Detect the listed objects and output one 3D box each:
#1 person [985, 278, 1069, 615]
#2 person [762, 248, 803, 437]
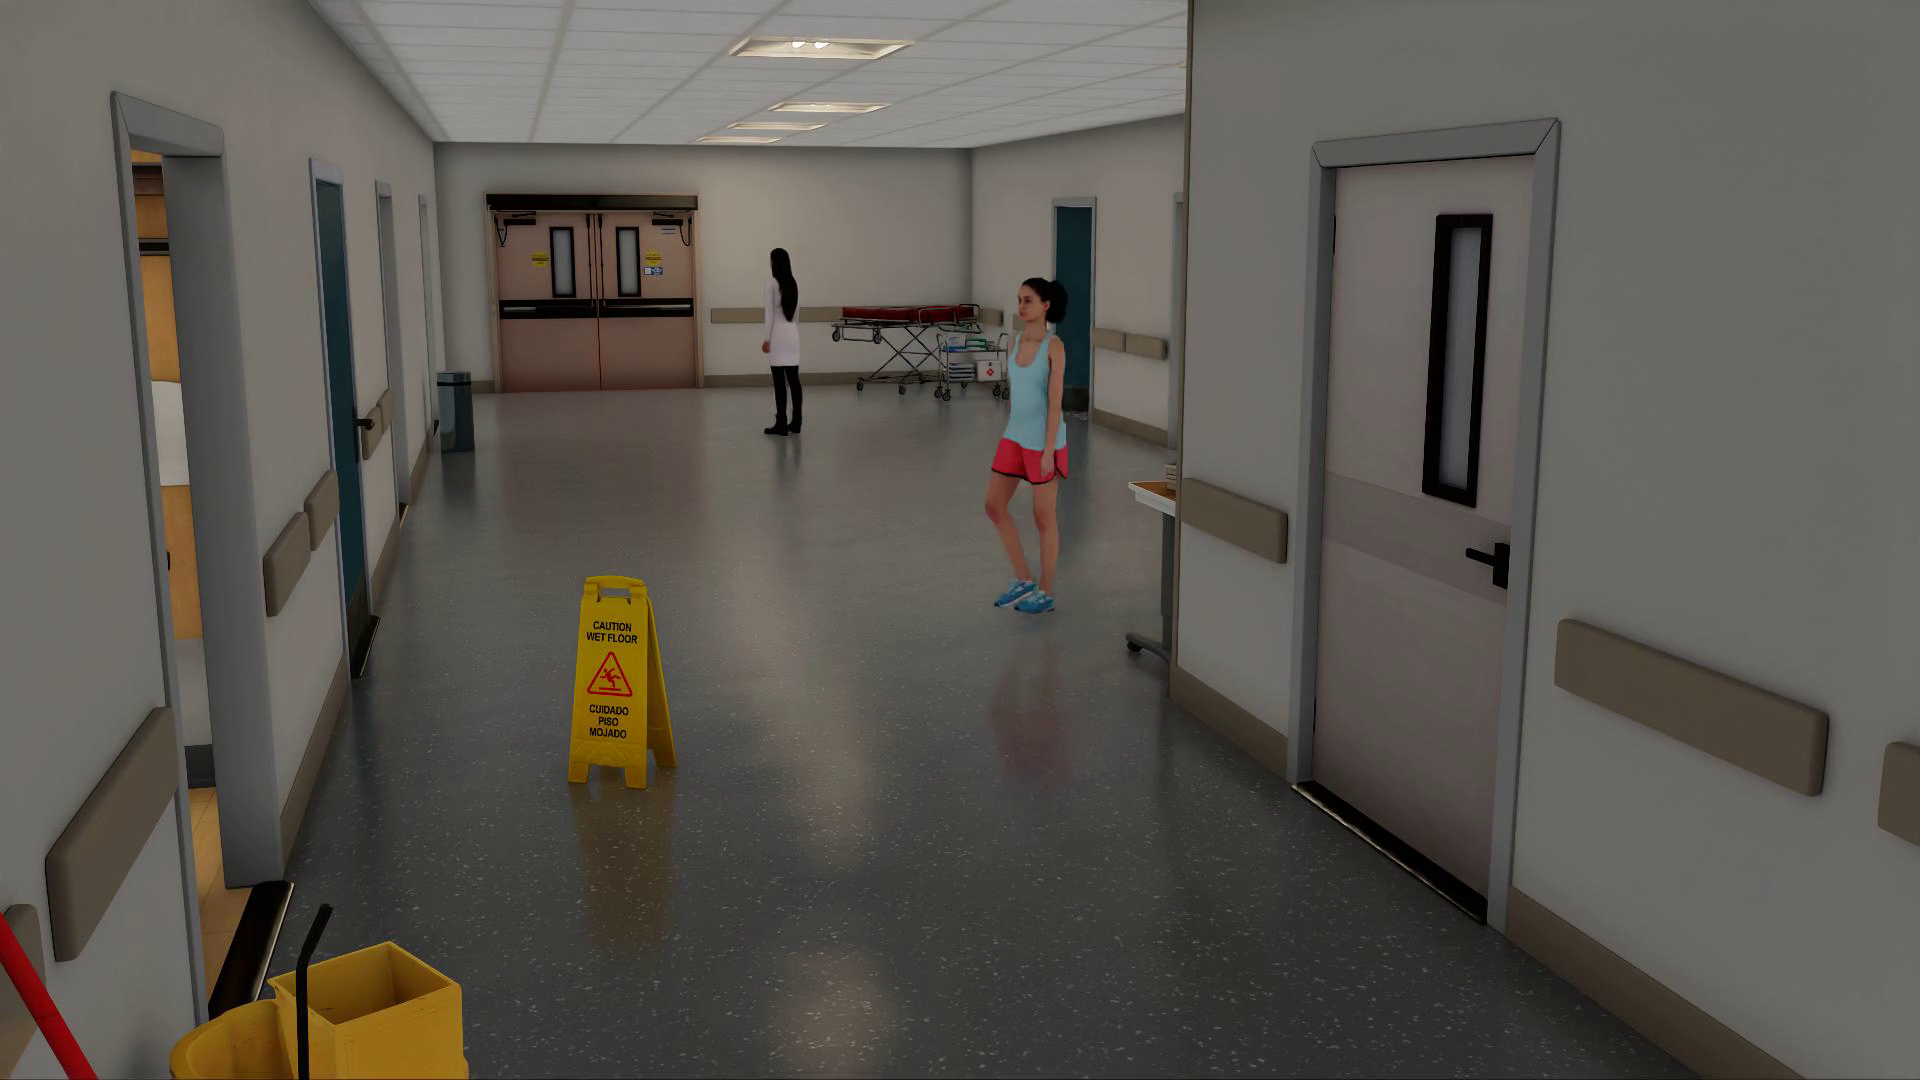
[{"bbox_3d":[0.448,-0.482,8.695,0.794,1.758,0.712,-9,14,-39],"label":"person"},{"bbox_3d":[-1.723,-1.931,16.201,0.707,1.807,0.686,9,14,40],"label":"person"}]
